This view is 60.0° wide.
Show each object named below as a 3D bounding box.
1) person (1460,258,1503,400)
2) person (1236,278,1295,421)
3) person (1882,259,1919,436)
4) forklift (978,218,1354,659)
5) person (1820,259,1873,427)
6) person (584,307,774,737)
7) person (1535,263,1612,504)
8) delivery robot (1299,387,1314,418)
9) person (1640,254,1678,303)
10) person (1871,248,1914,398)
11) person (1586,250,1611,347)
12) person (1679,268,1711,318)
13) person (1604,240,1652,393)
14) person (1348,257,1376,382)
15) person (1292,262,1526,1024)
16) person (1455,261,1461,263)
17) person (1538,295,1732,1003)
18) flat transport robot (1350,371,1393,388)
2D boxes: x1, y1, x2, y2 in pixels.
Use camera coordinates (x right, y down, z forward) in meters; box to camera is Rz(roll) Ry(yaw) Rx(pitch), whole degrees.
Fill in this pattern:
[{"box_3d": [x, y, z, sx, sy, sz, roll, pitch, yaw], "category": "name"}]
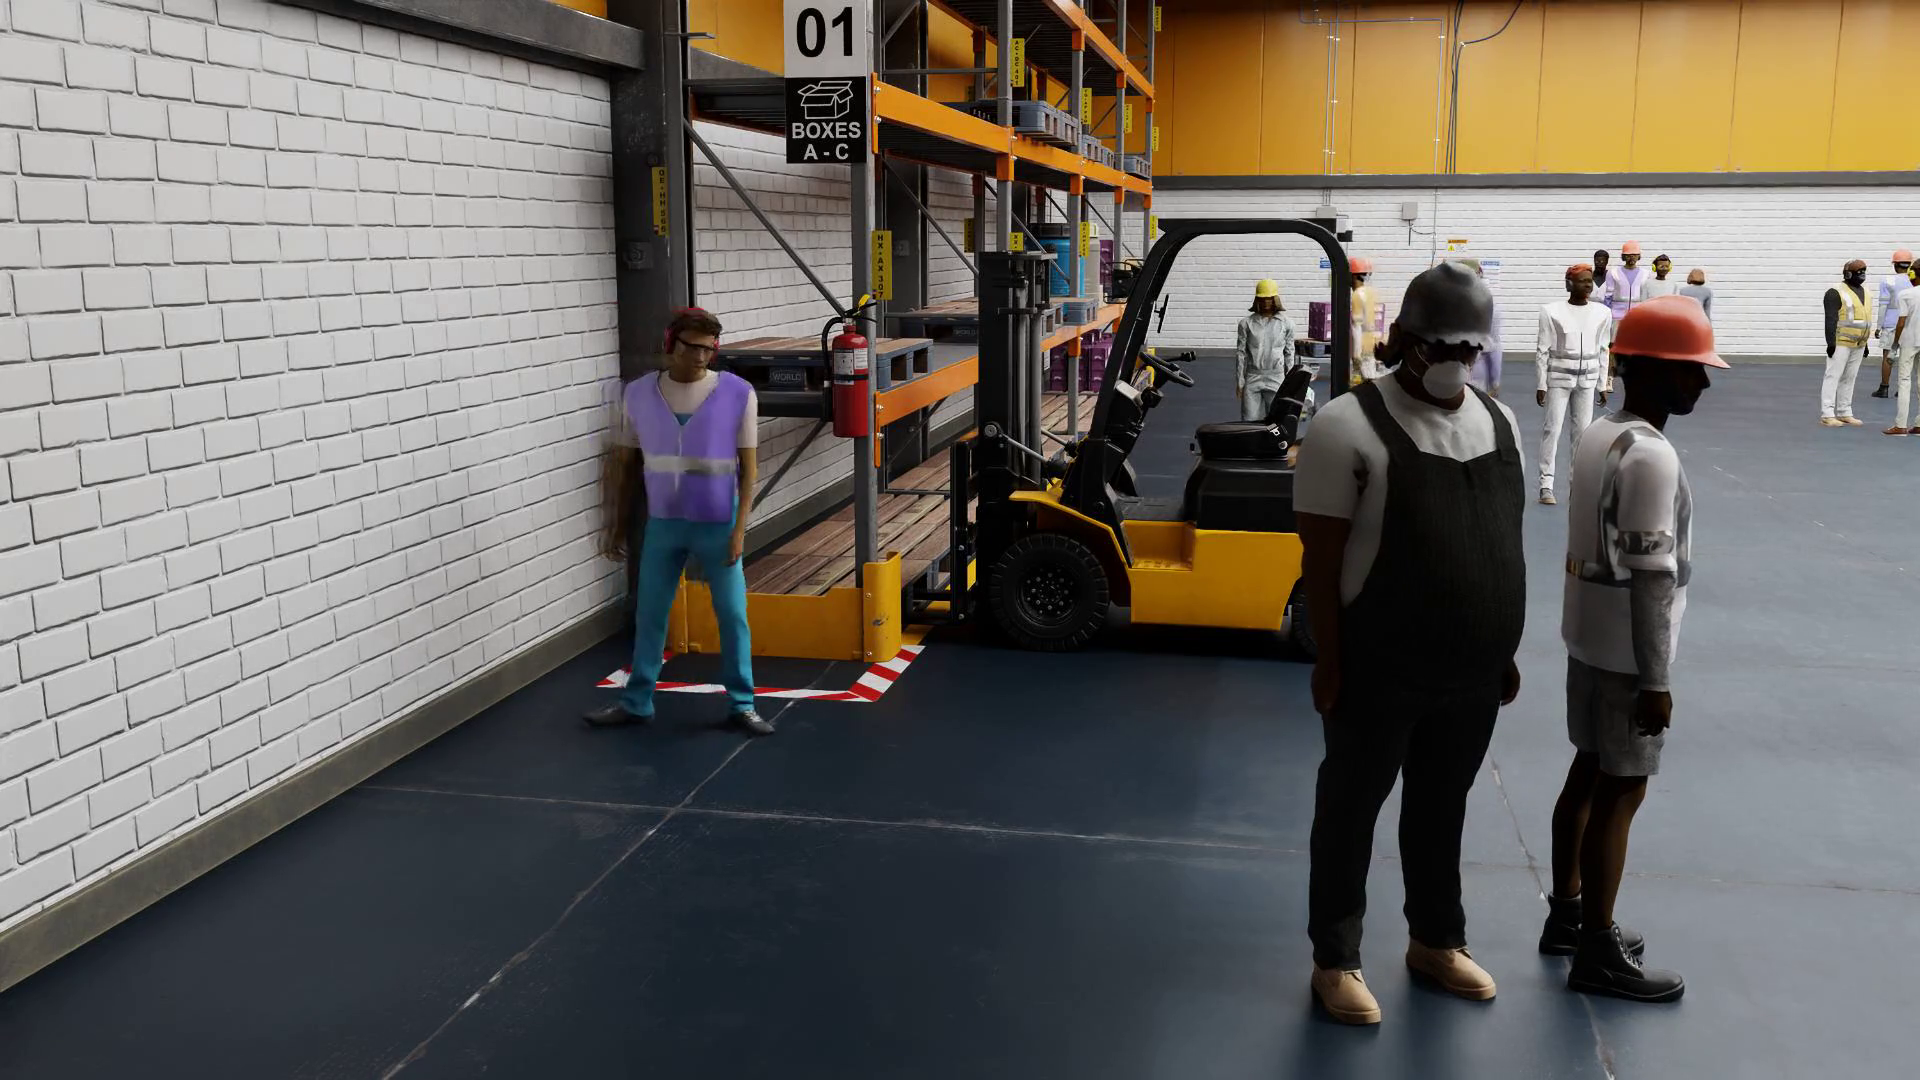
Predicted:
[{"box_3d": [4.028, -1.292, 13.349, 0.636, 1.920, 0.436, 8, 13, 38], "category": "person"}, {"box_3d": [2.583, -1.338, 14.096, 0.492, 1.742, 0.323, 1, 10, 7], "category": "person"}, {"box_3d": [10.029, -2.019, 17.502, 0.512, 1.865, 0.329, -1, 10, -6], "category": "person"}, {"box_3d": [1.285, -0.567, 8.635, 2.313, 2.155, 1.214, 2, 11, 11], "category": "forklift"}, {"box_3d": [9.829, -2.173, 18.404, 0.621, 1.845, 0.429, -5, 11, -24], "category": "person"}, {"box_3d": [-1.224, -0.068, 6.978, 0.807, 1.812, 0.403, 1, 10, 6], "category": "person"}, {"box_3d": [4.797, -1.215, 13.036, 0.575, 1.884, 0.355, 0, 10, -1], "category": "person"}, {"box_3d": [3.757, -1.613, 18.605, 0.477, 0.478, 0.707, 1, 10, 6], "category": "delivery robot"}, {"box_3d": [8.868, -2.691, 21.165, 0.510, 1.872, 0.328, -1, 10, -4], "category": "person"}, {"box_3d": [12.185, -2.810, 21.625, 0.545, 1.941, 0.351, 1, 10, 4], "category": "person"}, {"box_3d": [8.641, -2.964, 22.537, 0.596, 1.915, 0.370, 6, 12, 28], "category": "person"}, {"box_3d": [11.058, -3.284, 25.096, 0.524, 1.619, 0.388, -1, 10, -4], "category": "person"}, {"box_3d": [8.935, -2.983, 22.291, 0.605, 2.045, 0.377, 1, 10, 8], "category": "person"}, {"box_3d": [4.200, -2.009, 17.385, 0.998, 1.894, 0.563, 6, 12, 32], "category": "person"}, {"box_3d": [1.253, 0.272, 4.454, 0.673, 2.000, 0.535, -4, 11, -21], "category": "person"}, {"box_3d": [8.014, -3.641, 26.853, 0.319, 1.696, 0.532, -6, 12, -28], "category": "person"}, {"box_3d": [1.867, 0.296, 4.614, 0.364, 1.933, 0.552, 1, 10, 4], "category": "person"}, {"box_3d": [5.861, -2.169, 22.693, 0.652, 0.197, 1.431, 10, 14, 42], "category": "flat transport robot"}]
